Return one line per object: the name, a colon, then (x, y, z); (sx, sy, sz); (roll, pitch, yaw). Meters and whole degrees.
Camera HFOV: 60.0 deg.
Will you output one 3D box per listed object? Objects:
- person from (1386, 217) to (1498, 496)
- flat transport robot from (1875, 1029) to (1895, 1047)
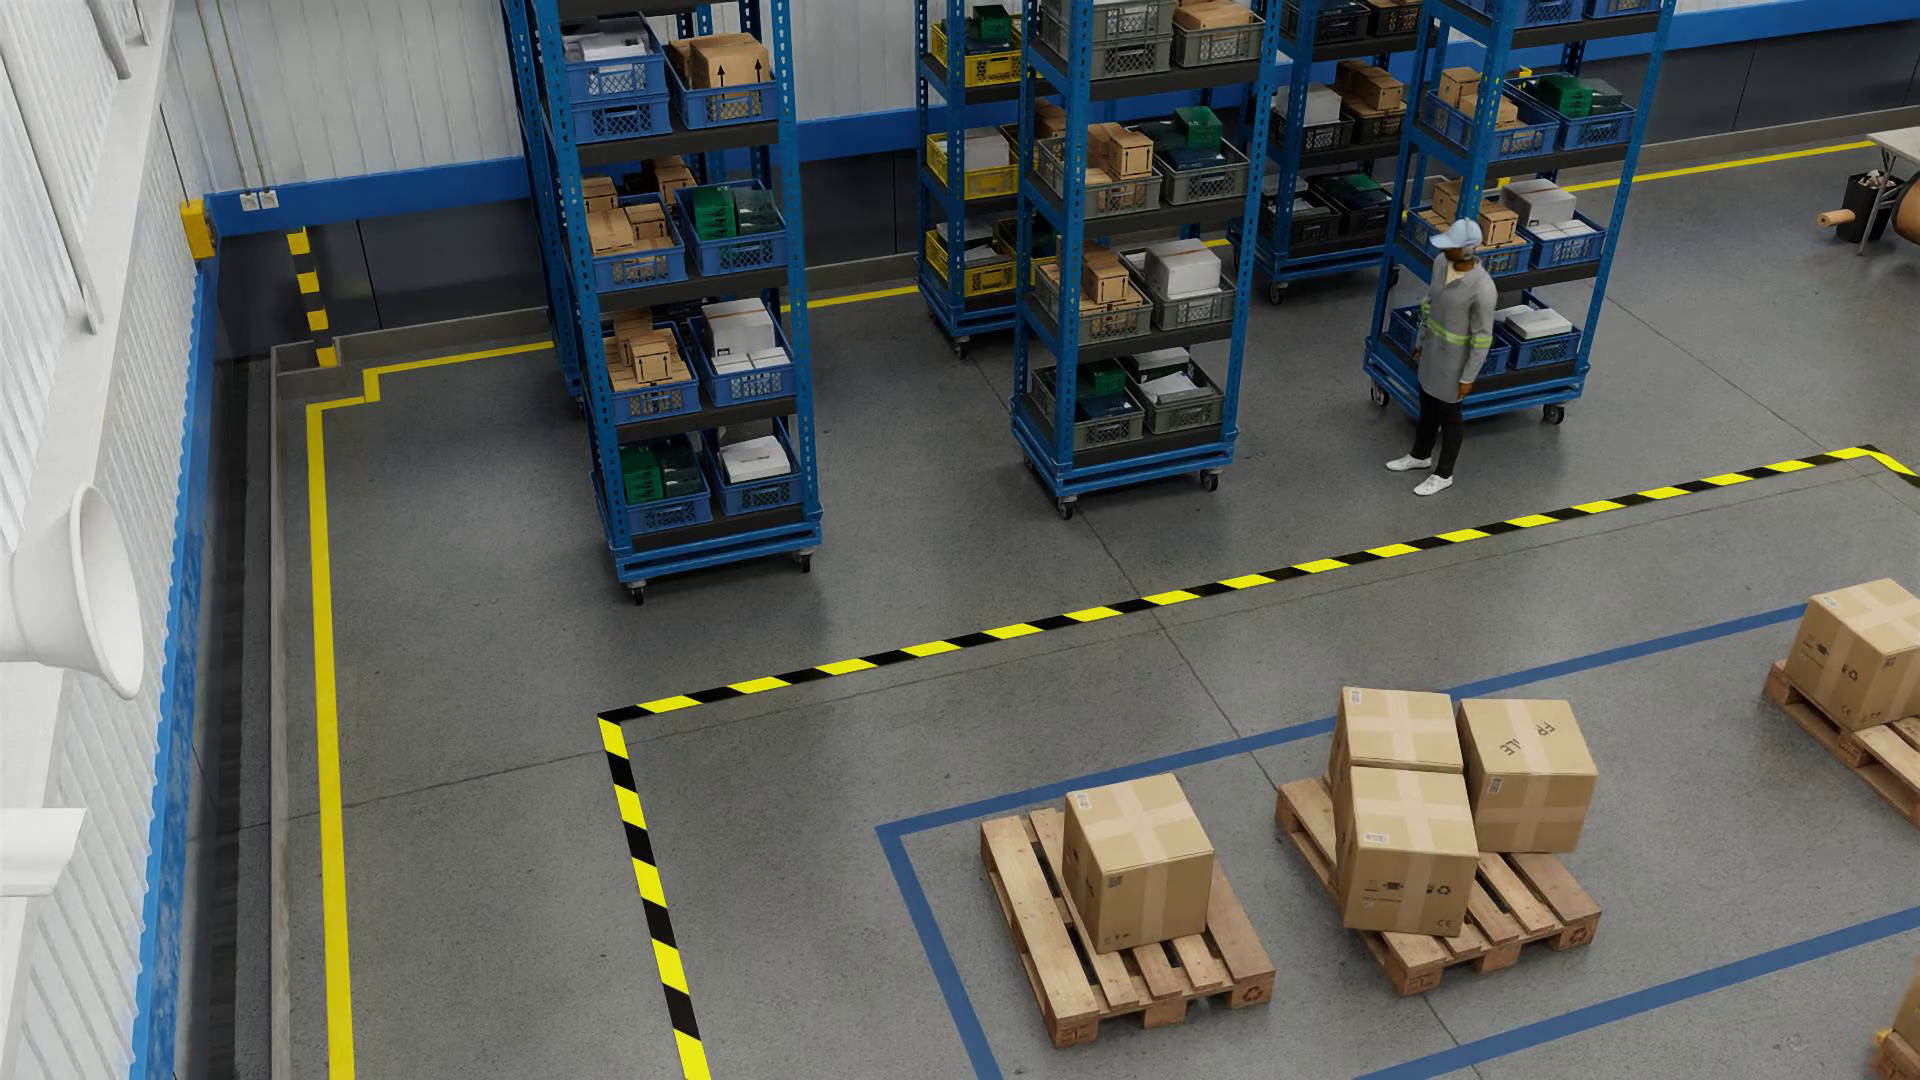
person: (2.985, -1.131, 10.286); (0.388, 1.849, 0.597); (-11, 37, -16)
flat transport robot: (4.458, 2.410, 6.614); (0.652, 0.197, 1.431); (-11, 37, -15)
